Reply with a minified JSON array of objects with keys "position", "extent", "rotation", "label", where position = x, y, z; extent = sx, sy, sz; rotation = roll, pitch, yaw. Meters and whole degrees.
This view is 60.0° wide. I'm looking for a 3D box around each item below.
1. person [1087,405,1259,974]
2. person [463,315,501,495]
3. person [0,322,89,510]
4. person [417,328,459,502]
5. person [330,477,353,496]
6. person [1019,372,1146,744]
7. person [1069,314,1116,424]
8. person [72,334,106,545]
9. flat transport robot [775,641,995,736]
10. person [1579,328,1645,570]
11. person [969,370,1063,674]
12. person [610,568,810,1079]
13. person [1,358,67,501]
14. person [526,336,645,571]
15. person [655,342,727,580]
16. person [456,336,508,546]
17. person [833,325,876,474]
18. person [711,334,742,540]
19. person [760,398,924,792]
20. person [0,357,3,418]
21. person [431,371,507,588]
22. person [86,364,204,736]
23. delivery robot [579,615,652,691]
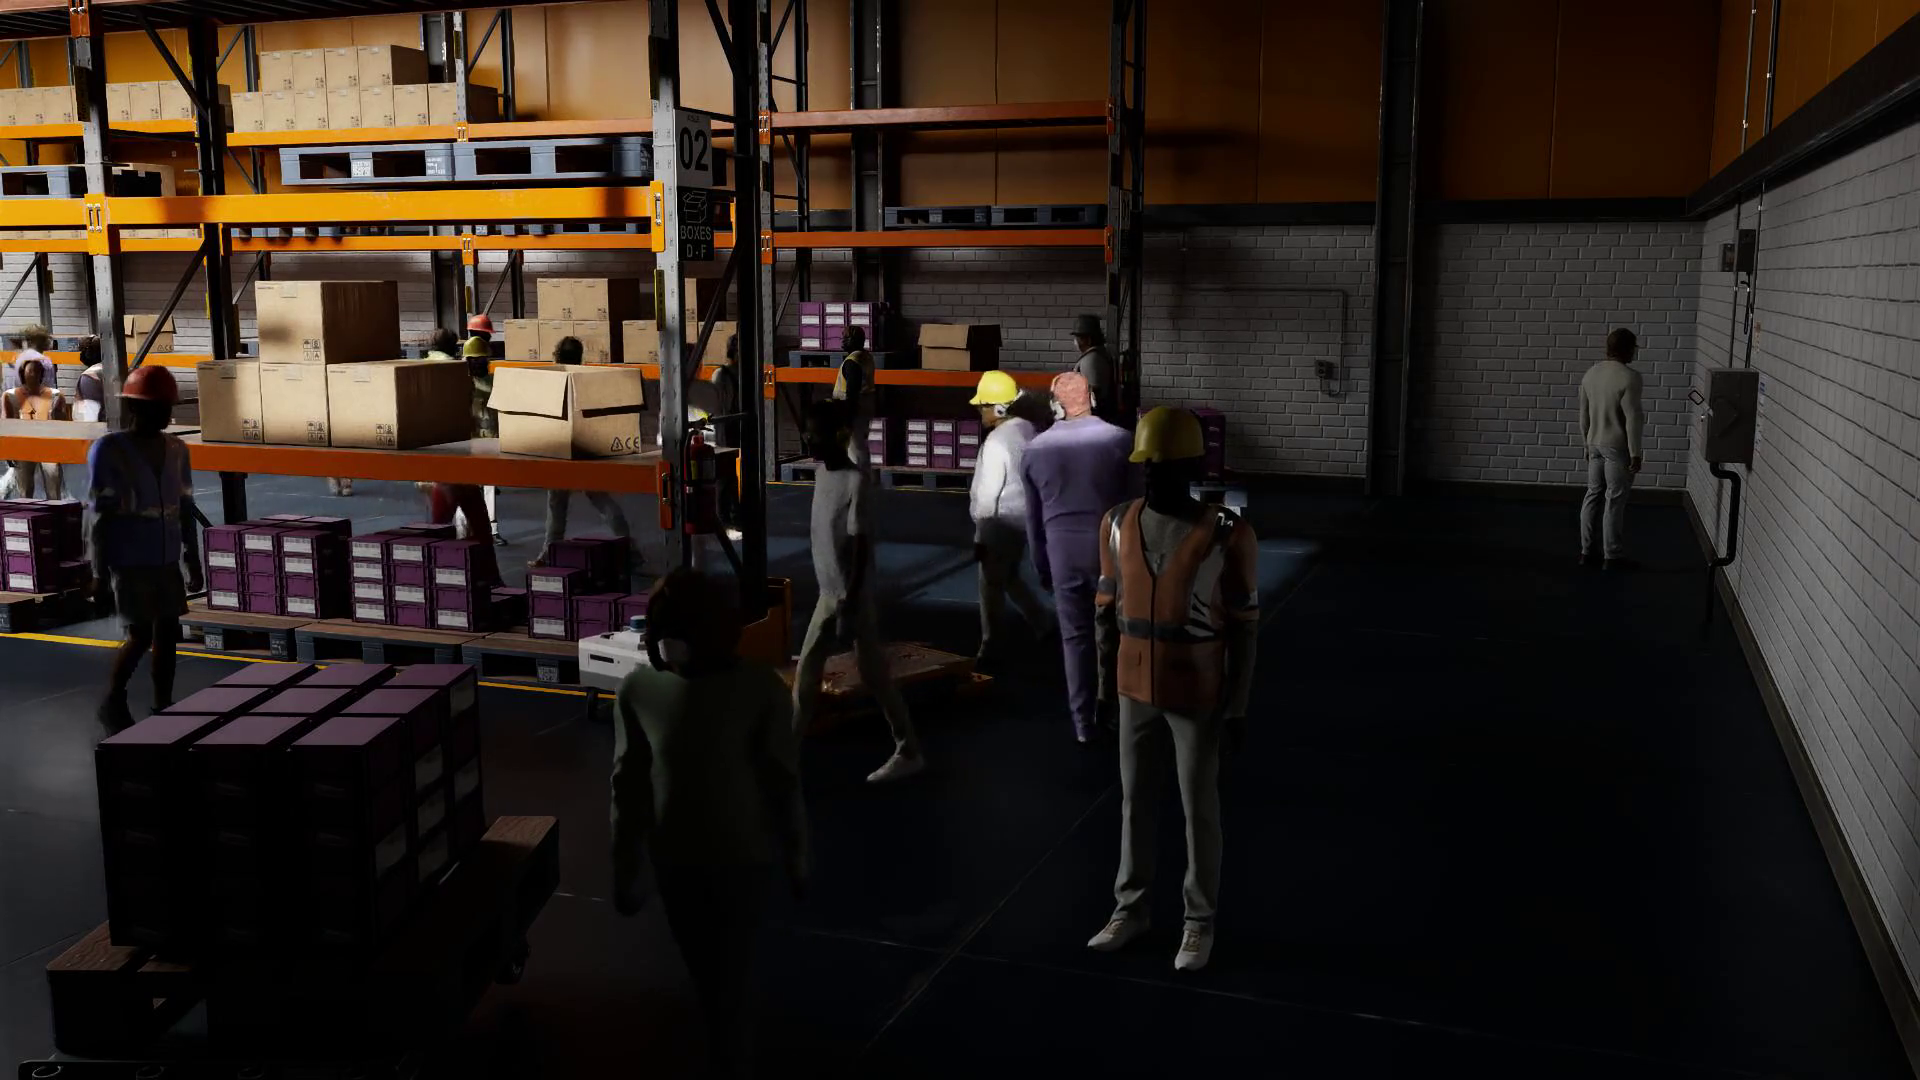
[{"position":[0.712,0.503,5.655],"extent":[0.589,1.927,0.388],"rotation":[6,11,33],"label":"person"},{"position":[-5.135,-1.446,17.873],"extent":[0.370,1.930,0.551],"rotation":[-3,10,-18],"label":"person"},{"position":[-9.123,-1.175,16.286],"extent":[0.939,1.908,0.623],"rotation":[-8,12,-42],"label":"person"},{"position":[-5.192,-1.214,16.725],"extent":[0.522,1.829,0.632],"rotation":[-6,11,-35],"label":"person"},{"position":[-6.583,-1.435,17.656],"extent":[0.649,1.975,0.475],"rotation":[-4,10,-26],"label":"person"},{"position":[0.641,0.109,8.301],"extent":[0.694,1.885,0.425],"rotation":[3,10,21],"label":"person"},{"position":[1.354,-1.226,16.158],"extent":[0.980,2.000,0.694],"rotation":[3,10,19],"label":"person"},{"position":[-7.536,-0.878,14.597],"extent":[0.429,1.844,0.627],"rotation":[-1,9,-4],"label":"person"},{"position":[-0.532,0.785,9.066],"extent":[0.652,0.197,1.431],"rotation":[9,13,44],"label":"flat transport robot"},{"position":[5.237,-0.728,13.349],"extent":[0.357,1.937,0.638],"rotation":[-3,10,-19],"label":"person"},{"position":[0.275,-0.092,9.741],"extent":[0.565,1.811,0.611],"rotation":[4,10,23],"label":"person"},{"position":[-0.690,0.888,4.310],"extent":[0.512,1.577,0.799],"rotation":[2,9,13],"label":"person"},{"position":[-8.053,-0.766,14.511],"extent":[0.513,1.645,0.307],"rotation":[-6,11,-34],"label":"person"},{"position":[-2.963,-0.658,13.075],"extent":[1.017,1.900,0.626],"rotation":[4,10,22],"label":"person"},{"position":[-2.025,-0.515,12.224],"extent":[0.524,1.867,0.610],"rotation":[5,10,30],"label":"person"},{"position":[-4.147,-0.833,14.338],"extent":[0.404,1.835,0.587],"rotation":[8,12,42],"label":"person"},{"position":[-1.094,-1.285,17.152],"extent":[0.429,1.844,0.626],"rotation":[2,9,9],"label":"person"},{"position":[-2.007,-0.927,14.913],"extent":[0.345,1.840,0.504],"rotation":[4,10,24],"label":"person"},{"position":[-0.567,0.265,7.548],"extent":[0.983,1.805,0.538],"rotation":[-6,11,-34],"label":"person"},{"position":[-9.862,-1.268,16.741],"extent":[0.373,1.939,0.545],"rotation":[6,11,33],"label":"person"},{"position":[-3.600,-0.377,11.845],"extent":[0.920,1.725,0.537],"rotation":[3,9,17],"label":"person"},{"position":[-4.048,0.094,8.283],"extent":[0.517,1.921,0.599],"rotation":[4,10,24],"label":"person"},{"position":[-1.684,0.641,8.788],"extent":[0.707,0.478,0.477],"rotation":[7,11,36],"label":"delivery robot"}]
